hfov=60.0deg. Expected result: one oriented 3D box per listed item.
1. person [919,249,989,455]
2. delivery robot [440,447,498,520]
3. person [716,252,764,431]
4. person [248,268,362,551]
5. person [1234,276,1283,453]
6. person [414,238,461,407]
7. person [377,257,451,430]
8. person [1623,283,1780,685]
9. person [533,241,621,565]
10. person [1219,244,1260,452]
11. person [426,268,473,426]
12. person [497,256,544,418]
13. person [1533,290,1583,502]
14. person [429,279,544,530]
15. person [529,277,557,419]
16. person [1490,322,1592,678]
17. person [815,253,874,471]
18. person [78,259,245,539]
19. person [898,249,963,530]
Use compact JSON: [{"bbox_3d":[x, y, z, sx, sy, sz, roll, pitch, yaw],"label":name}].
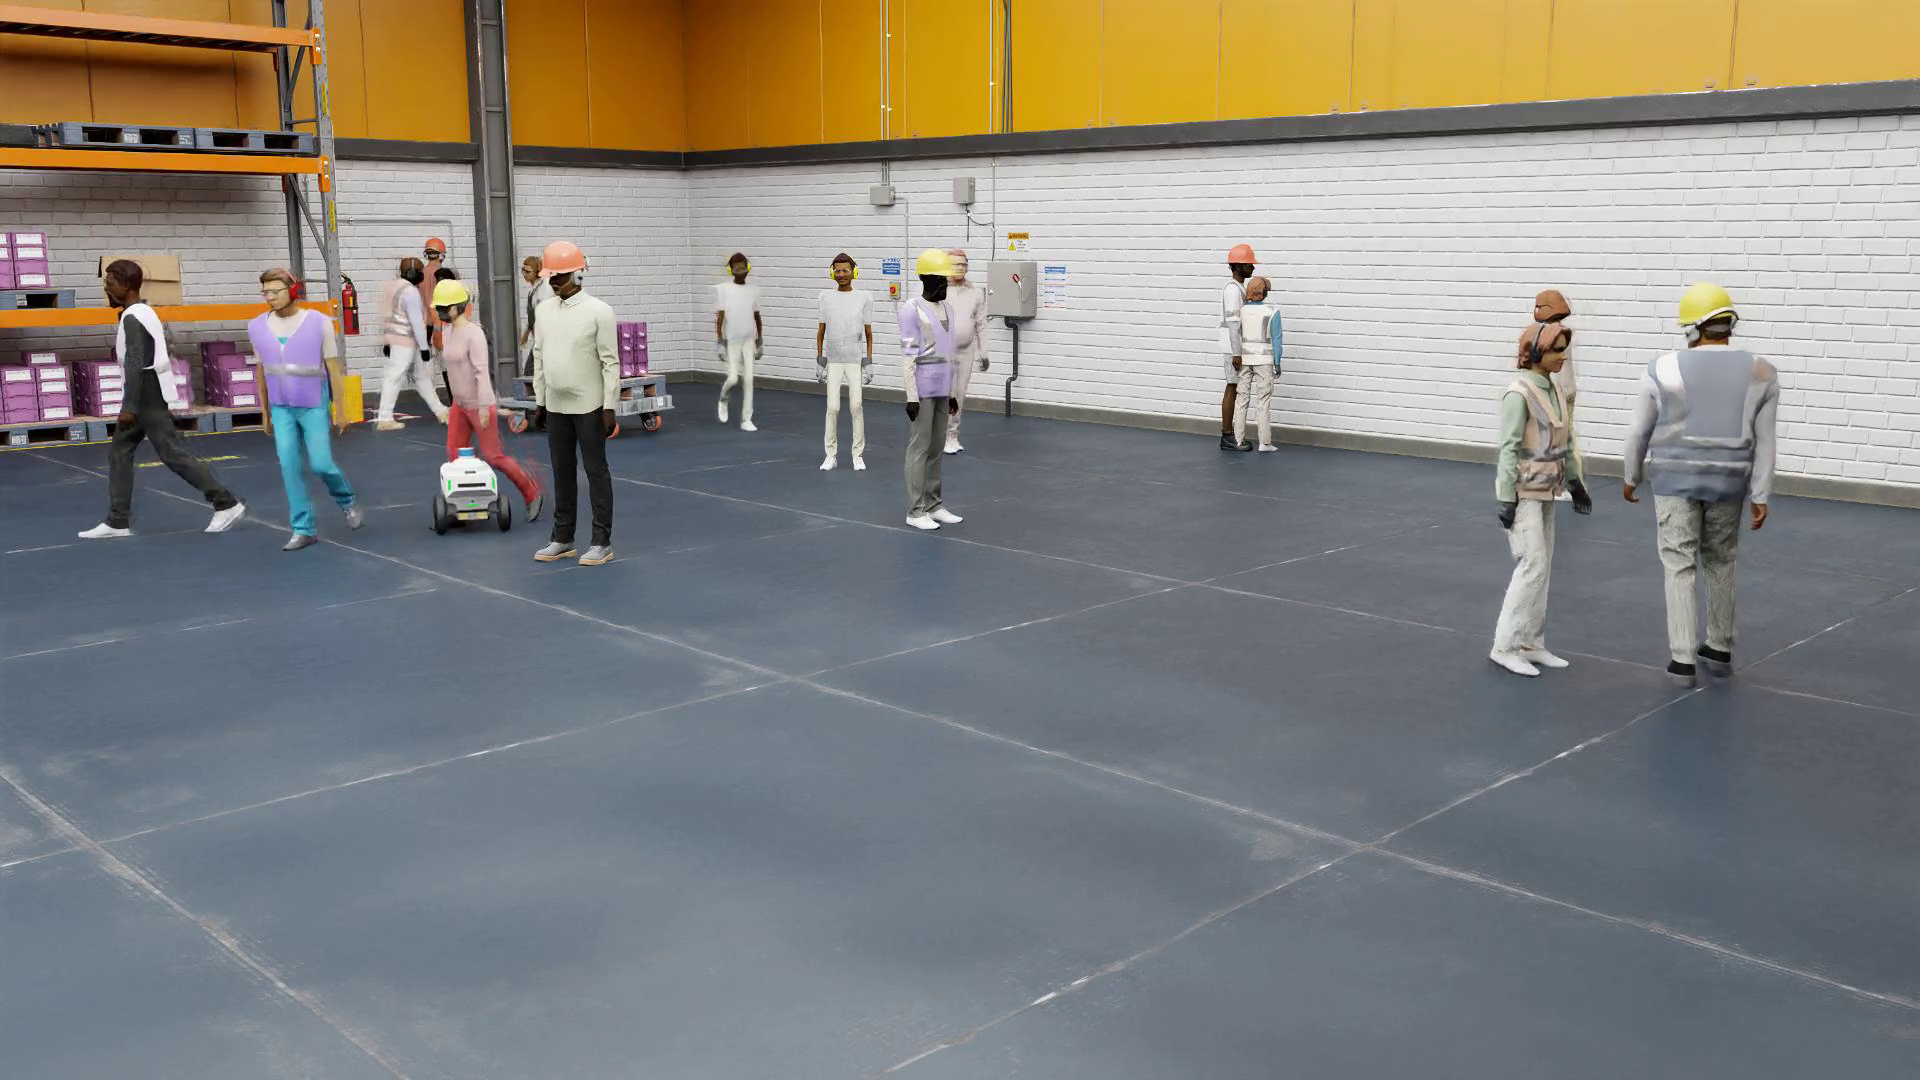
[{"bbox_3d":[-0.013,-1.736,15.415,0.684,1.883,0.700,-5,12,-26],"label":"person"},{"bbox_3d":[-3.405,-0.399,11.519,0.477,0.478,0.707,-4,11,-20],"label":"delivery robot"},{"bbox_3d":[-2.317,-2.060,17.312,0.535,1.846,0.570,-6,12,-30],"label":"person"},{"bbox_3d":[-4.265,-0.859,10.820,0.599,1.821,0.563,1,10,7],"label":"person"},{"bbox_3d":[2.763,-1.633,15.542,0.521,1.640,0.307,7,12,33],"label":"person"},{"bbox_3d":[-6.170,-2.569,19.687,0.622,1.989,0.399,-1,10,-5],"label":"person"},{"bbox_3d":[-5.717,-2.055,17.446,0.972,1.787,0.644,-6,12,-31],"label":"person"},{"bbox_3d":[3.347,-0.258,7.583,0.610,1.798,0.598,2,11,10],"label":"person"},{"bbox_3d":[-2.378,-0.831,10.233,0.612,1.984,0.401,5,12,26],"label":"person"},{"bbox_3d":[2.624,-1.807,15.677,0.361,1.938,0.545,2,11,10],"label":"person"},{"bbox_3d":[-5.451,-2.041,17.644,0.555,1.673,0.567,4,11,20],"label":"person"},{"bbox_3d":[-4.673,-2.211,18.269,0.938,1.785,0.599,-3,11,-15],"label":"person"},{"bbox_3d":[4.457,-1.091,12.676,0.704,1.600,0.559,8,13,37],"label":"person"},{"bbox_3d":[-3.306,-0.944,11.528,0.541,1.727,0.749,10,15,44],"label":"person"},{"bbox_3d":[-4.387,-2.245,18.263,0.935,1.877,0.699,-3,11,-14],"label":"person"},{"bbox_3d":[2.676,-0.192,7.724,0.377,1.632,0.545,8,13,39],"label":"person"},{"bbox_3d":[-0.998,-1.527,14.340,0.508,1.872,0.329,0,10,1],"label":"person"},{"bbox_3d":[-5.417,-0.949,11.200,0.988,1.876,0.586,-6,12,-30],"label":"person"},{"bbox_3d":[-0.193,-1.043,11.540,0.366,1.926,0.593,6,12,29],"label":"person"}]
